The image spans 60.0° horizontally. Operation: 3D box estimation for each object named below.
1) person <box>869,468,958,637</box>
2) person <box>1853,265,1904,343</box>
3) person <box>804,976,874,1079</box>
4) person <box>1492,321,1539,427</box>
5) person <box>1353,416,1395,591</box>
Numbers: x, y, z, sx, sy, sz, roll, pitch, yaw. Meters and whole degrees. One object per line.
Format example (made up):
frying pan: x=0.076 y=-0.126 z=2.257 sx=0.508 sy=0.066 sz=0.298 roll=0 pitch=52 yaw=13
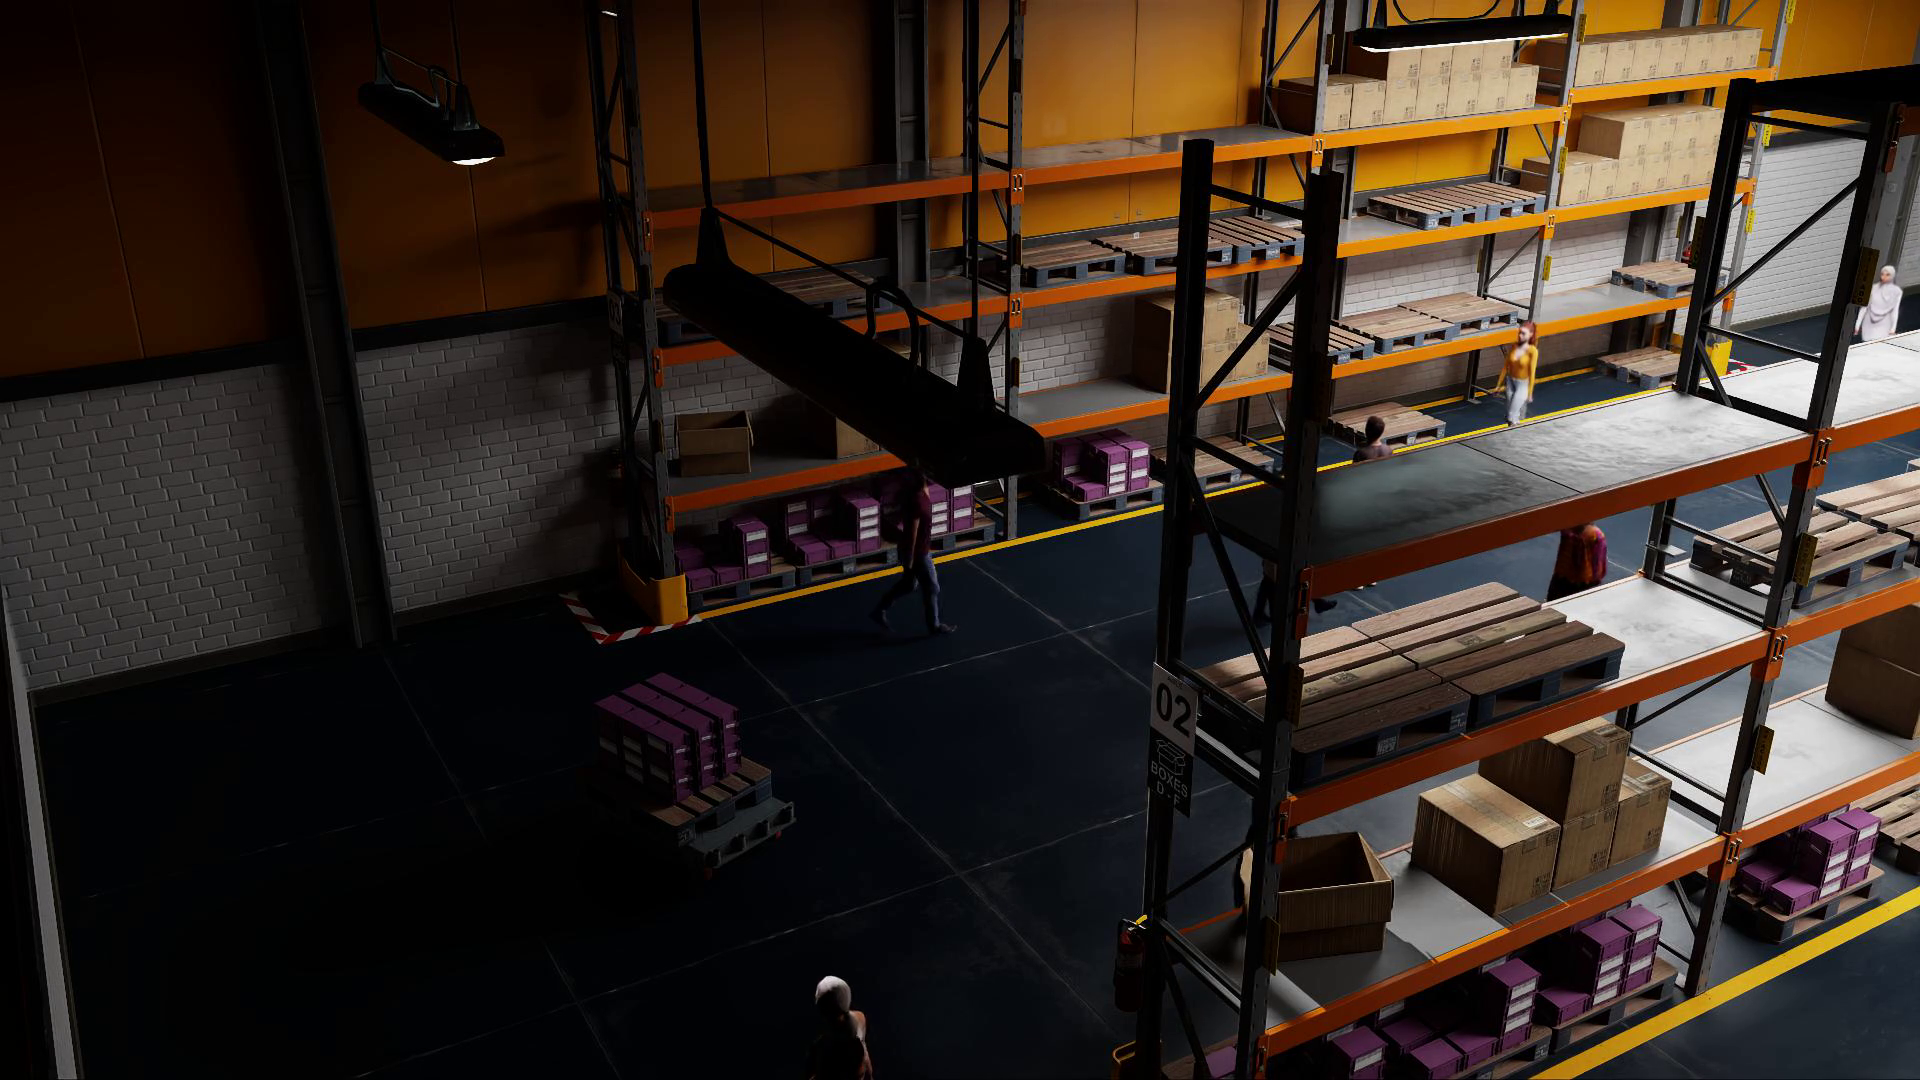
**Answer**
person: x=-0.503 y=0.096 z=16.052 sx=1.197 sy=1.817 sz=0.960 roll=0 pitch=24 yaw=1
person: x=12.758 y=-2.946 z=23.108 sx=0.834 sy=1.740 sz=1.121 roll=20 pitch=31 yaw=38
person: x=-0.567 y=3.197 z=9.165 sx=1.105 sy=1.651 sz=1.208 roll=12 pitch=26 yaw=26
person: x=6.993 y=-1.886 z=20.690 sx=0.686 sy=1.734 sz=0.567 roll=-13 pitch=27 yaw=-27
person: x=4.205 y=-0.389 z=17.117 sx=0.504 sy=1.853 sz=0.725 roll=-11 pitch=26 yaw=-23
